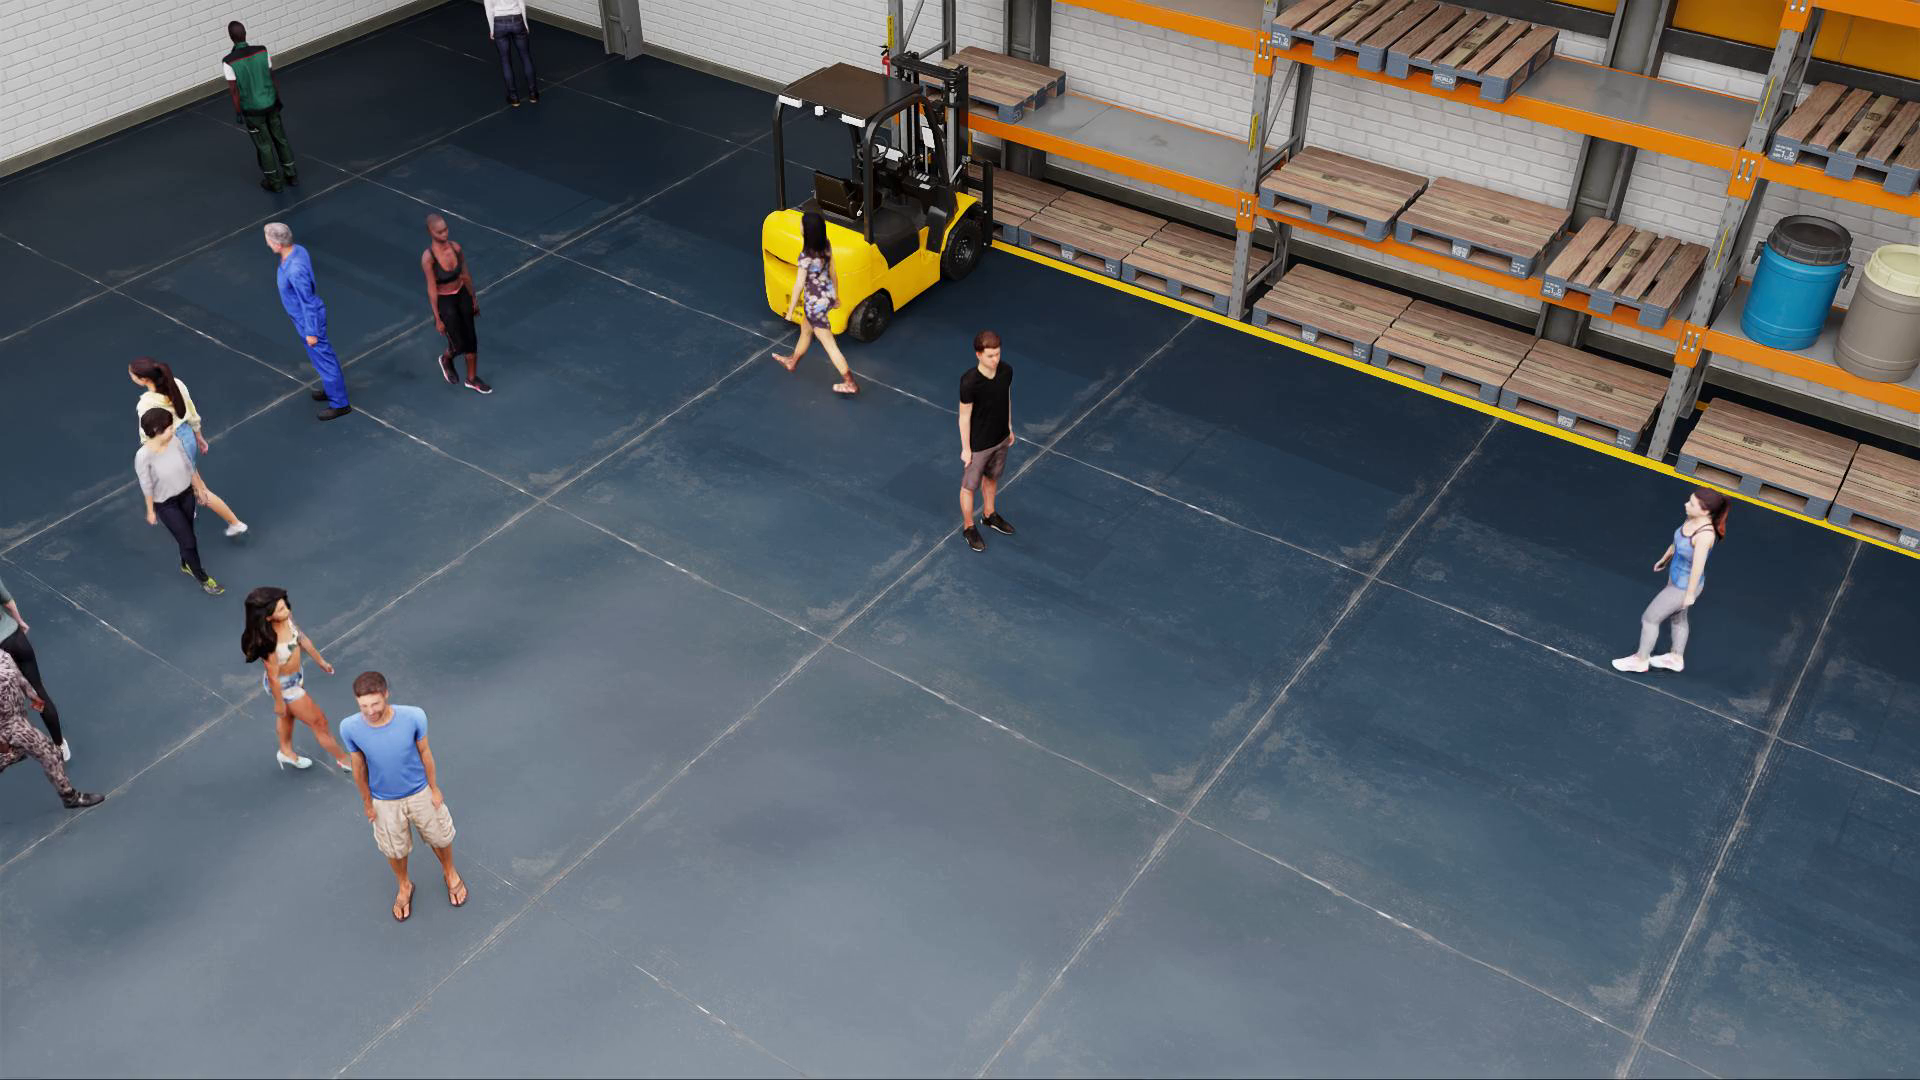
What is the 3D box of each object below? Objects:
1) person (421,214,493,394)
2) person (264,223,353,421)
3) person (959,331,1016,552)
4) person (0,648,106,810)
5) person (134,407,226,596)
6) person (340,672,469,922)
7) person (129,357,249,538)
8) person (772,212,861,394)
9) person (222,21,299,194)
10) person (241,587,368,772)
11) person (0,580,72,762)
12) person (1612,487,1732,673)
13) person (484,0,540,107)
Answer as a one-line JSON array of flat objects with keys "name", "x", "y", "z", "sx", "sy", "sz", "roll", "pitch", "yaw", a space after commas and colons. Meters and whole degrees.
[{"name": "person", "x": -4.462, "y": -2.052, "z": 14.430, "sx": 0.705, "sy": 1.752, "sz": 0.596, "roll": 23, "pitch": 44, "yaw": 26}, {"name": "person", "x": -5.534, "y": -1.892, "z": 14.171, "sx": 0.851, "sy": 1.825, "sz": 0.725, "roll": -14, "pitch": 41, "yaw": -17}, {"name": "person", "x": 0.192, "y": -0.807, "z": 12.782, "sx": 0.744, "sy": 1.861, "sz": 0.695, "roll": -27, "pitch": 46, "yaw": -29}, {"name": "person", "x": -6.078, "y": 1.143, "z": 10.478, "sx": 1.079, "sy": 1.691, "sz": 1.038, "roll": -8, "pitch": 39, "yaw": -10}, {"name": "person", "x": -5.946, "y": -0.333, "z": 12.463, "sx": 0.819, "sy": 1.520, "sz": 0.652, "roll": 19, "pitch": 42, "yaw": 22}, {"name": "person", "x": -3.335, "y": 1.484, "z": 9.912, "sx": 0.738, "sy": 1.864, "sz": 0.767, "roll": -12, "pitch": 40, "yaw": -14}, {"name": "person", "x": -5.967, "y": -0.675, "z": 12.832, "sx": 1.181, "sy": 1.594, "sz": 0.871, "roll": 10, "pitch": 40, "yaw": 13}, {"name": "person", "x": -1.155, "y": -1.994, "z": 14.417, "sx": 1.194, "sy": 1.678, "sz": 0.761, "roll": 16, "pitch": 41, "yaw": 19}, {"name": "person", "x": -7.376, "y": -4.557, "z": 17.498, "sx": 0.616, "sy": 1.838, "sz": 0.703, "roll": 28, "pitch": 46, "yaw": 30}, {"name": "person", "x": -4.438, "y": 0.948, "z": 10.797, "sx": 0.947, "sy": 1.596, "sz": 0.867, "roll": -5, "pitch": 39, "yaw": -6}, {"name": "person", "x": -6.258, "y": 0.780, "z": 10.930, "sx": 1.111, "sy": 1.694, "sz": 0.675, "roll": 26, "pitch": 46, "yaw": 29}, {"name": "person", "x": 5.122, "y": 0.305, "z": 11.606, "sx": 0.798, "sy": 1.593, "sz": 0.678, "roll": 13, "pitch": 40, "yaw": 15}, {"name": "person", "x": -5.212, "y": -5.946, "z": 19.212, "sx": 0.726, "sy": 1.868, "sz": 0.764, "roll": -13, "pitch": 40, "yaw": -15}]
